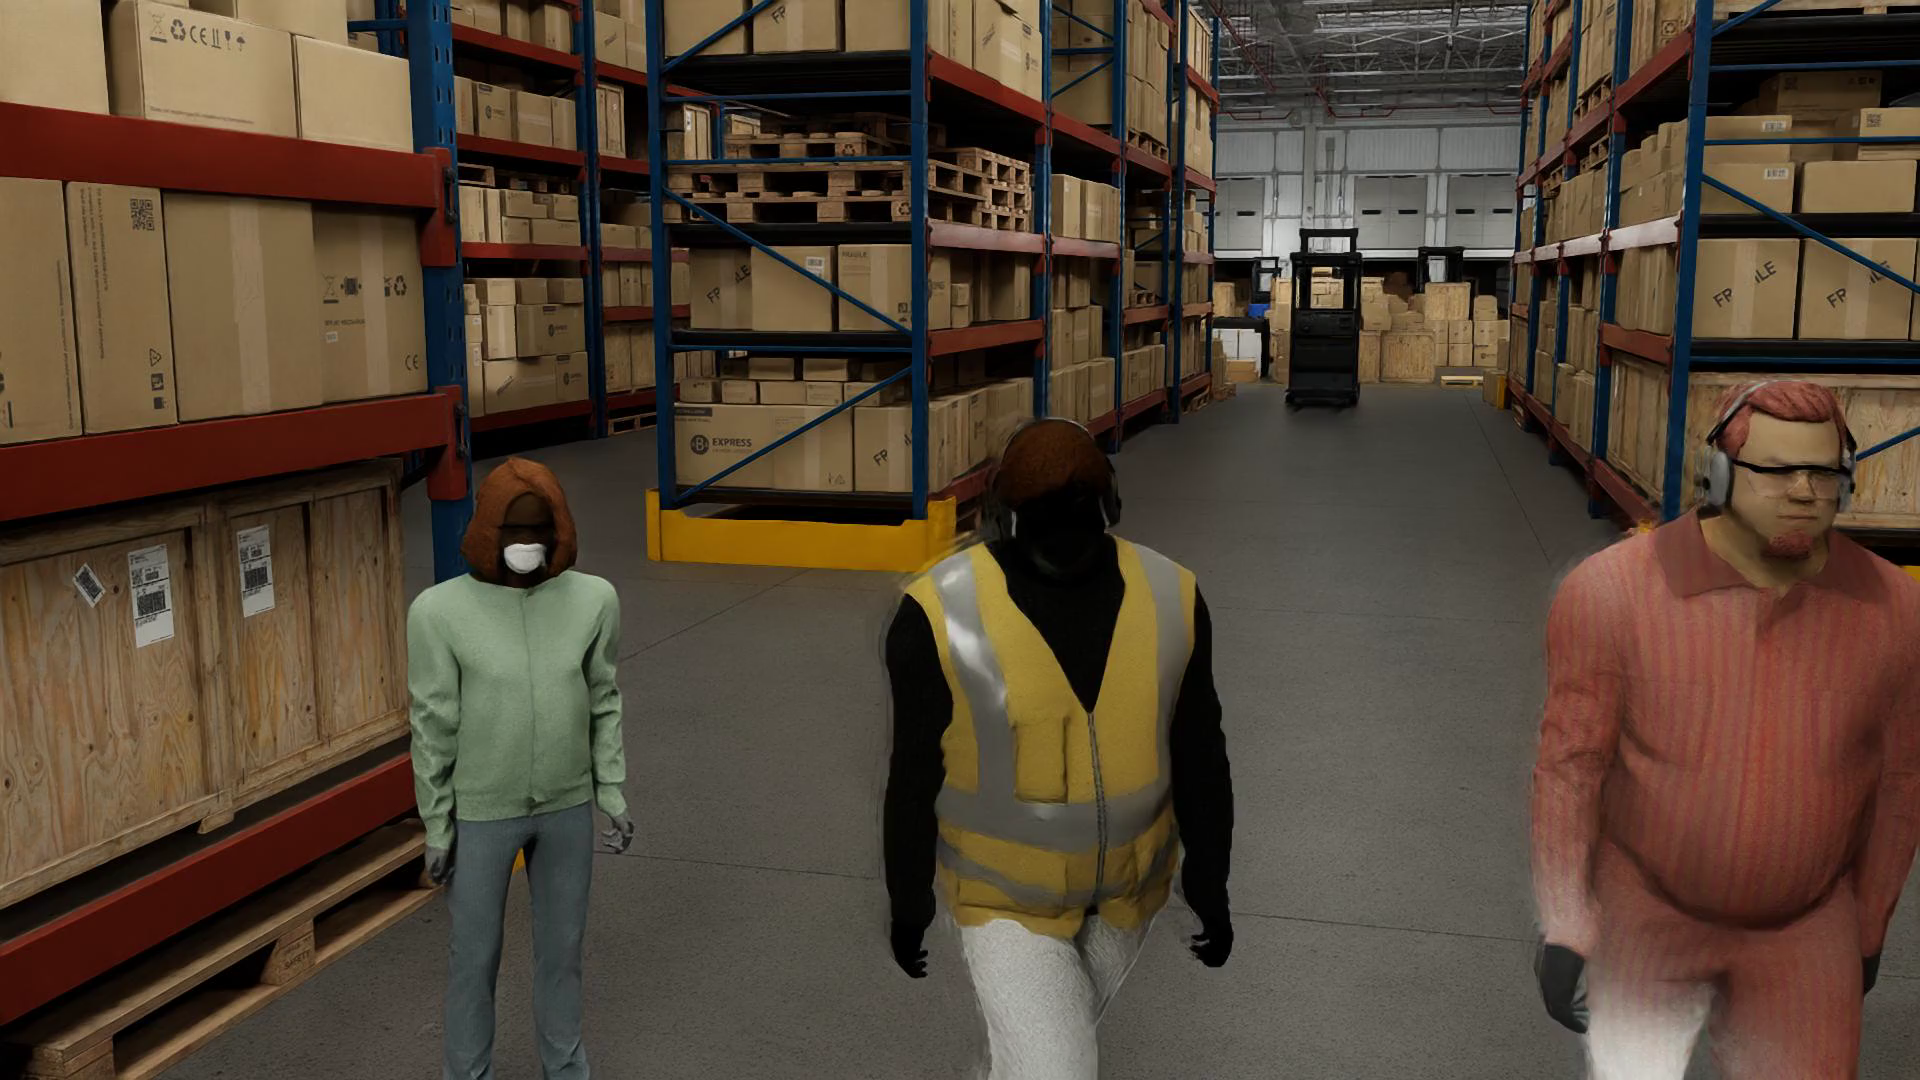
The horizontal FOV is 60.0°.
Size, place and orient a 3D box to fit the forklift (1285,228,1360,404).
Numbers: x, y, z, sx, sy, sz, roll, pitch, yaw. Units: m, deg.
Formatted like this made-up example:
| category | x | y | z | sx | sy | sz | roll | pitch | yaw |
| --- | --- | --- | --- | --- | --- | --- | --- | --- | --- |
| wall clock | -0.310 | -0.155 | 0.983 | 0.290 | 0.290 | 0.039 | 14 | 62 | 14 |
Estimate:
| category | x | y | z | sx | sy | sz | roll | pitch | yaw |
| --- | --- | --- | --- | --- | --- | --- | --- | --- | --- |
| forklift | 5.957 | -3.660 | 27.028 | 1.129 | 2.768 | 1.873 | 2 | 9 | 15 |

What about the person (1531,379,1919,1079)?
| category | x | y | z | sx | sy | sz | roll | pitch | yaw |
| --- | --- | --- | --- | --- | --- | --- | --- | --- | --- |
| person | 1.318 | 0.653 | 2.877 | 0.650 | 1.854 | 0.982 | 2 | 9 | 14 |

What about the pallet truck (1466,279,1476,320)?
| category | x | y | z | sx | sy | sz | roll | pitch | yaw |
| --- | --- | --- | --- | --- | --- | --- | --- | --- | --- |
| pallet truck | 18.896 | -8.459 | 60.307 | 1.885 | 1.965 | 0.823 | 5 | 10 | 31 |

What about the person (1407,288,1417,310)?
| category | x | y | z | sx | sy | sz | roll | pitch | yaw |
| --- | --- | --- | --- | --- | --- | --- | --- | --- | --- |
| person | 16.469 | -8.309 | 60.377 | 0.549 | 1.667 | 0.519 | 1 | 9 | 7 |

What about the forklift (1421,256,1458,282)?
| category | x | y | z | sx | sy | sz | roll | pitch | yaw |
| --- | --- | --- | --- | --- | --- | --- | --- | --- | --- |
| forklift | 12.220 | -6.096 | 42.499 | 1.129 | 2.768 | 1.873 | 2 | 9 | 15 |

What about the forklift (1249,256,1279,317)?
| category | x | y | z | sx | sy | sz | roll | pitch | yaw |
| --- | --- | --- | --- | --- | --- | --- | --- | --- | --- |
| forklift | 11.321 | -9.114 | 61.676 | 1.129 | 2.768 | 1.873 | 2 | 9 | 15 |

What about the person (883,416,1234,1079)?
| category | x | y | z | sx | sy | sz | roll | pitch | yaw |
| --- | --- | --- | --- | --- | --- | --- | --- | --- | --- |
| person | 0.181 | 0.653 | 3.165 | 0.643 | 1.794 | 0.958 | -3 | 10 | -20 |

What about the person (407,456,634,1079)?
| category | x | y | z | sx | sy | sz | roll | pitch | yaw |
| --- | --- | --- | --- | --- | --- | --- | --- | --- | --- |
| person | -0.982 | 0.623 | 3.763 | 0.498 | 1.633 | 0.285 | -6 | 11 | -35 |
